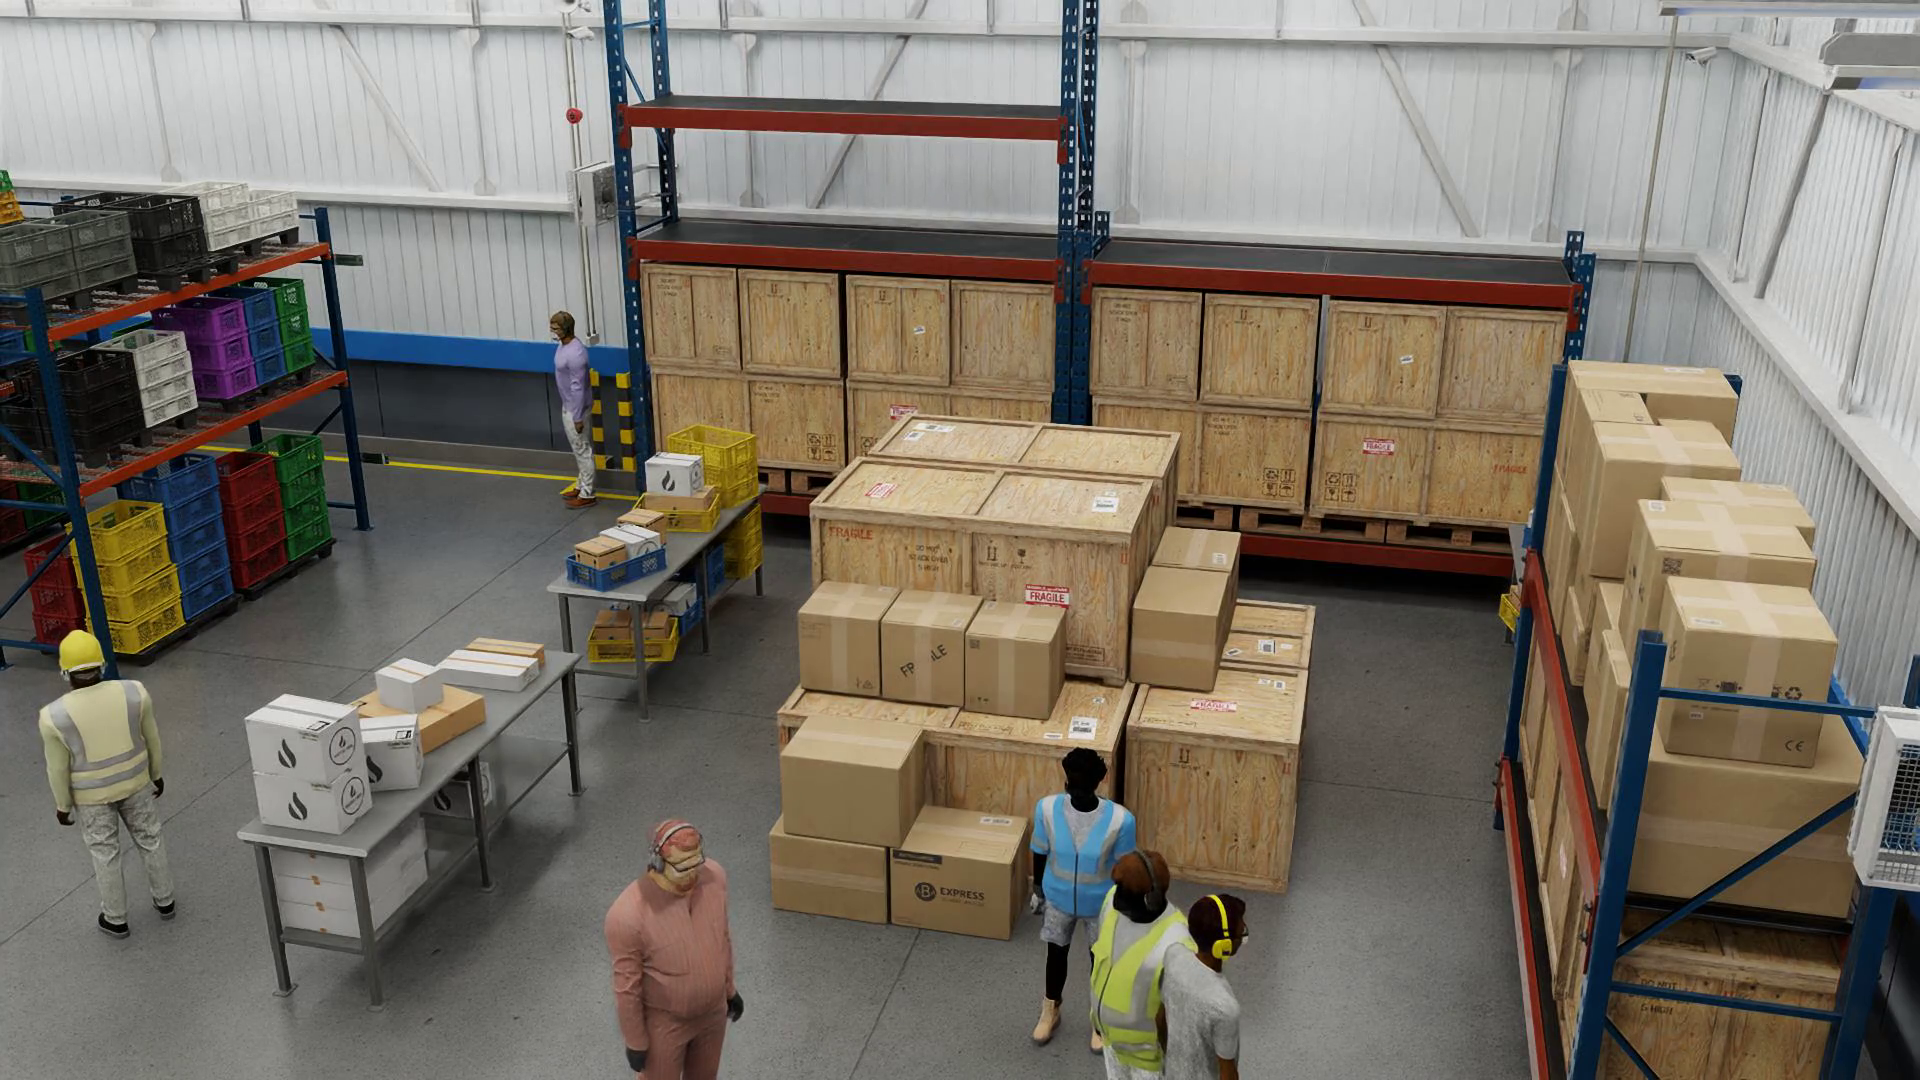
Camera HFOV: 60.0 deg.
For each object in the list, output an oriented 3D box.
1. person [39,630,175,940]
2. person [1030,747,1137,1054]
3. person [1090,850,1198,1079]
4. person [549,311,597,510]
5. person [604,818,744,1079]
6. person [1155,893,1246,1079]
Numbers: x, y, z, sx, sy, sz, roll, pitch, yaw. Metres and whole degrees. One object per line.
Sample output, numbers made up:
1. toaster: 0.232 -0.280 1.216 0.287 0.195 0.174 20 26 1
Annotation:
1. person: -4.756 1.356 9.286 0.589 1.834 0.403 -19 28 -40
2. person: 0.606 1.795 8.325 0.539 1.695 0.319 6 22 15
3. person: 0.774 2.148 7.206 0.429 1.841 0.634 -11 23 -26
4. person: -3.710 -1.262 16.006 0.374 1.933 0.625 -8 22 -19
5. person: -1.210 2.073 7.310 0.406 1.909 0.636 17 27 37
6. person: 1.003 2.270 6.852 0.314 1.864 0.536 -10 23 -24
